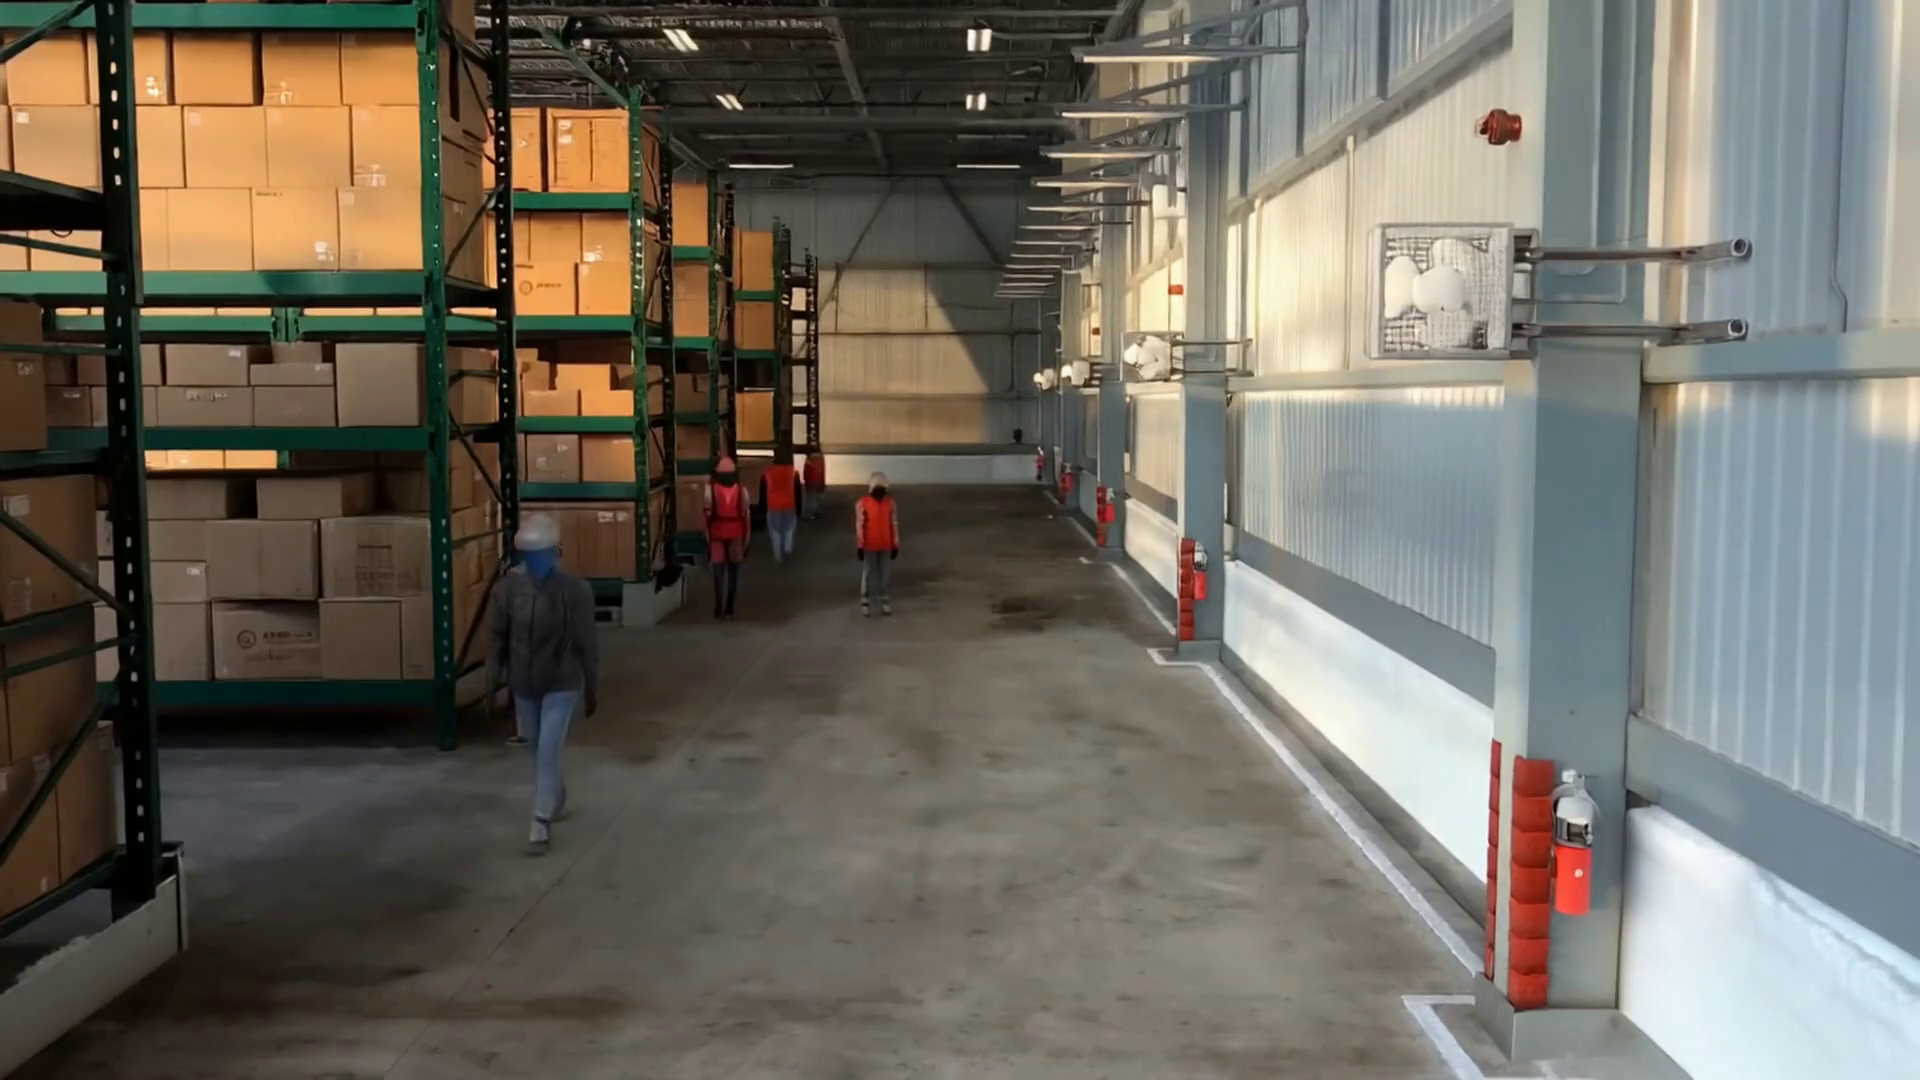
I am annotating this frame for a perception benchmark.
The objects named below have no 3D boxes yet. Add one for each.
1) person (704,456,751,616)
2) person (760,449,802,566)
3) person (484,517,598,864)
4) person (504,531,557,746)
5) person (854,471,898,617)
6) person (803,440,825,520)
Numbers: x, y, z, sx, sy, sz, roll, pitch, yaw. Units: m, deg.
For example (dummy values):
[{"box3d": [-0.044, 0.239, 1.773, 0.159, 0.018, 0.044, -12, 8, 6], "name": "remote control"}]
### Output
[{"box3d": [-2.782, -0.032, 19.830, 0.571, 1.913, 0.780, 0, 5, -5], "name": "person"}, {"box3d": [-2.784, -0.506, 25.856, 0.665, 1.826, 0.459, 0, 5, -1], "name": "person"}, {"box3d": [-2.442, 0.824, 9.730, 0.638, 1.948, 1.030, 0, 5, 4], "name": "person"}, {"box3d": [-3.231, 0.733, 12.577, 0.315, 1.631, 0.524, 3, 6, 29], "name": "person"}, {"box3d": [-0.981, 0.052, 19.848, 0.567, 1.744, 0.349, -3, 6, -31], "name": "person"}, {"box3d": [-3.098, -1.273, 35.440, 0.494, 1.725, 0.583, -2, 5, -18], "name": "person"}]
